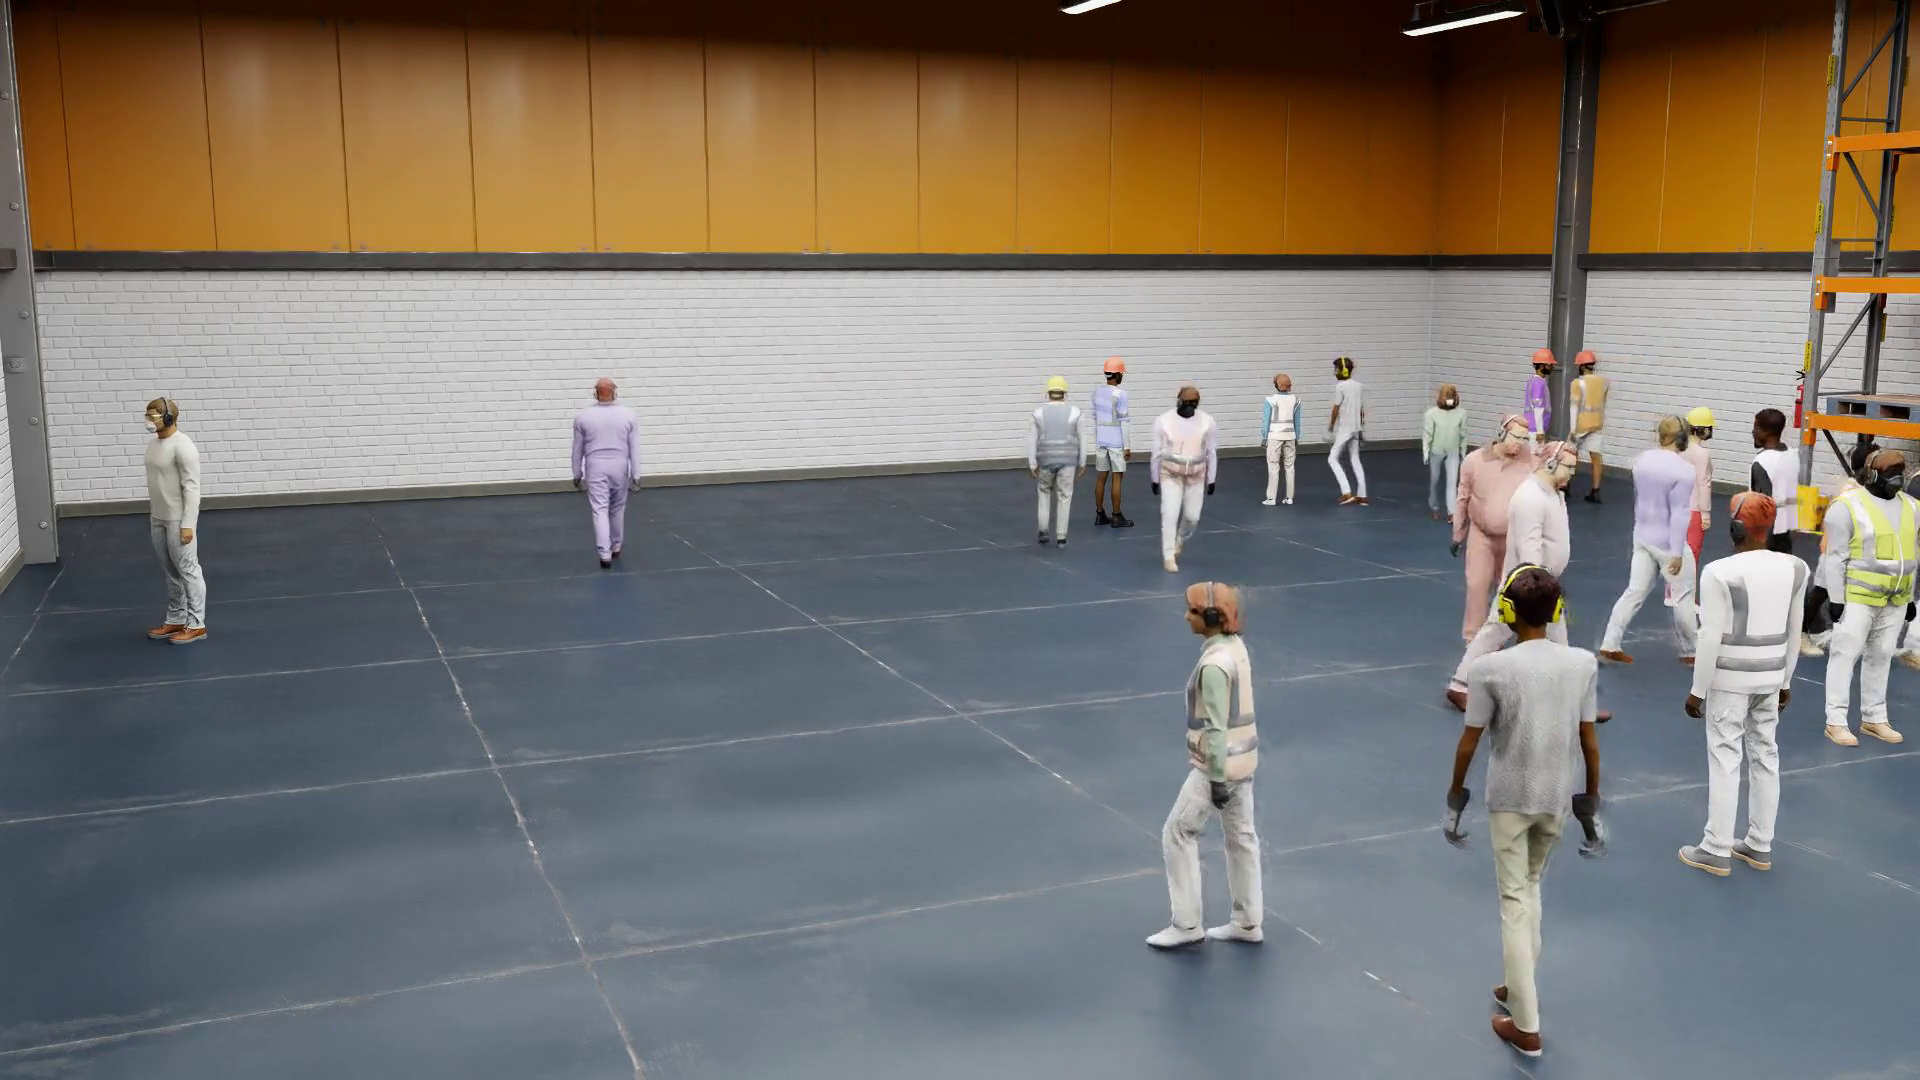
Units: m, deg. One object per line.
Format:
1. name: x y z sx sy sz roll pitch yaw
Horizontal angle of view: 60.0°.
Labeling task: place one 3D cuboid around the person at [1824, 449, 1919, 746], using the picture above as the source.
1. person: 5.658 0.359 10.304 0.632 1.849 0.429 -2 10 -12

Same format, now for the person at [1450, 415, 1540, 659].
1. person: 3.971 0.014 12.296 0.685 1.862 0.876 3 10 19

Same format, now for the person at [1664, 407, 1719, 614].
1. person: 6.261 -0.252 14.204 0.313 1.769 0.525 -1 9 -3

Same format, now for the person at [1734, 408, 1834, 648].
1. person: 6.313 -0.081 12.855 0.597 1.882 0.954 -7 12 -37

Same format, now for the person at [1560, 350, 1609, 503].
1. person: 7.854 -1.443 21.014 0.563 1.890 0.946 -2 10 -10

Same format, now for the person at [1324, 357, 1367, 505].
1. person: 4.791 -1.331 20.521 0.580 1.839 0.446 -8 12 -41

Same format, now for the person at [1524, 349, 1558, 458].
1. person: 7.168 -1.395 20.604 0.360 1.939 0.543 2 10 11

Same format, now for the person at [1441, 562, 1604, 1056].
1. person: 2.123 0.995 6.386 0.565 1.847 0.673 -1 9 -9

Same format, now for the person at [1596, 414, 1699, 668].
1. person: 5.163 0.018 12.206 0.930 1.898 0.645 -2 10 -14

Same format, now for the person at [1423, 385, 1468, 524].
1. person: 5.606 -0.996 19.226 0.520 1.581 0.851 1 9 6

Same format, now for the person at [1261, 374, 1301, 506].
1. person: 3.968 -1.233 20.549 0.514 1.634 0.313 -3 10 -18

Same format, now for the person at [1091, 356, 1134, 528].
1. person: 1.733 -1.108 18.865 0.354 1.939 0.544 -8 13 -42

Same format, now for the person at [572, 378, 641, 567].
1. person: -3.522 -0.684 16.558 0.659 1.860 0.980 -3 10 -15

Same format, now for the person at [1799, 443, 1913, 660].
1. person: 6.661 0.103 12.373 0.846 1.637 0.551 8 12 40

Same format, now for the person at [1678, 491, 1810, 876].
1. person: 3.806 0.698 8.096 0.576 1.882 0.355 -3 10 -15

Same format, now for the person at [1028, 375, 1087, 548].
1. person: 1.037 -0.831 17.586 0.613 1.813 0.585 1 9 7

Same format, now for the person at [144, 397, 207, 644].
1. person: -6.197 -0.156 13.093 0.627 1.940 0.371 7 12 38

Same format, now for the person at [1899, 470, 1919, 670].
1. person: 7.120 0.119 11.865 0.652 1.792 0.955 -3 10 -17

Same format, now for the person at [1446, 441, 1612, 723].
1. person: 3.712 0.265 10.857 1.029 1.845 0.696 6 11 33

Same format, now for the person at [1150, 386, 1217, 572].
1. person: 2.168 -0.621 16.311 0.656 1.812 0.671 -1 9 -4

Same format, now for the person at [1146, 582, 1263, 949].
1. person: 1.059 0.977 7.209 0.605 1.620 0.536 4 10 22
